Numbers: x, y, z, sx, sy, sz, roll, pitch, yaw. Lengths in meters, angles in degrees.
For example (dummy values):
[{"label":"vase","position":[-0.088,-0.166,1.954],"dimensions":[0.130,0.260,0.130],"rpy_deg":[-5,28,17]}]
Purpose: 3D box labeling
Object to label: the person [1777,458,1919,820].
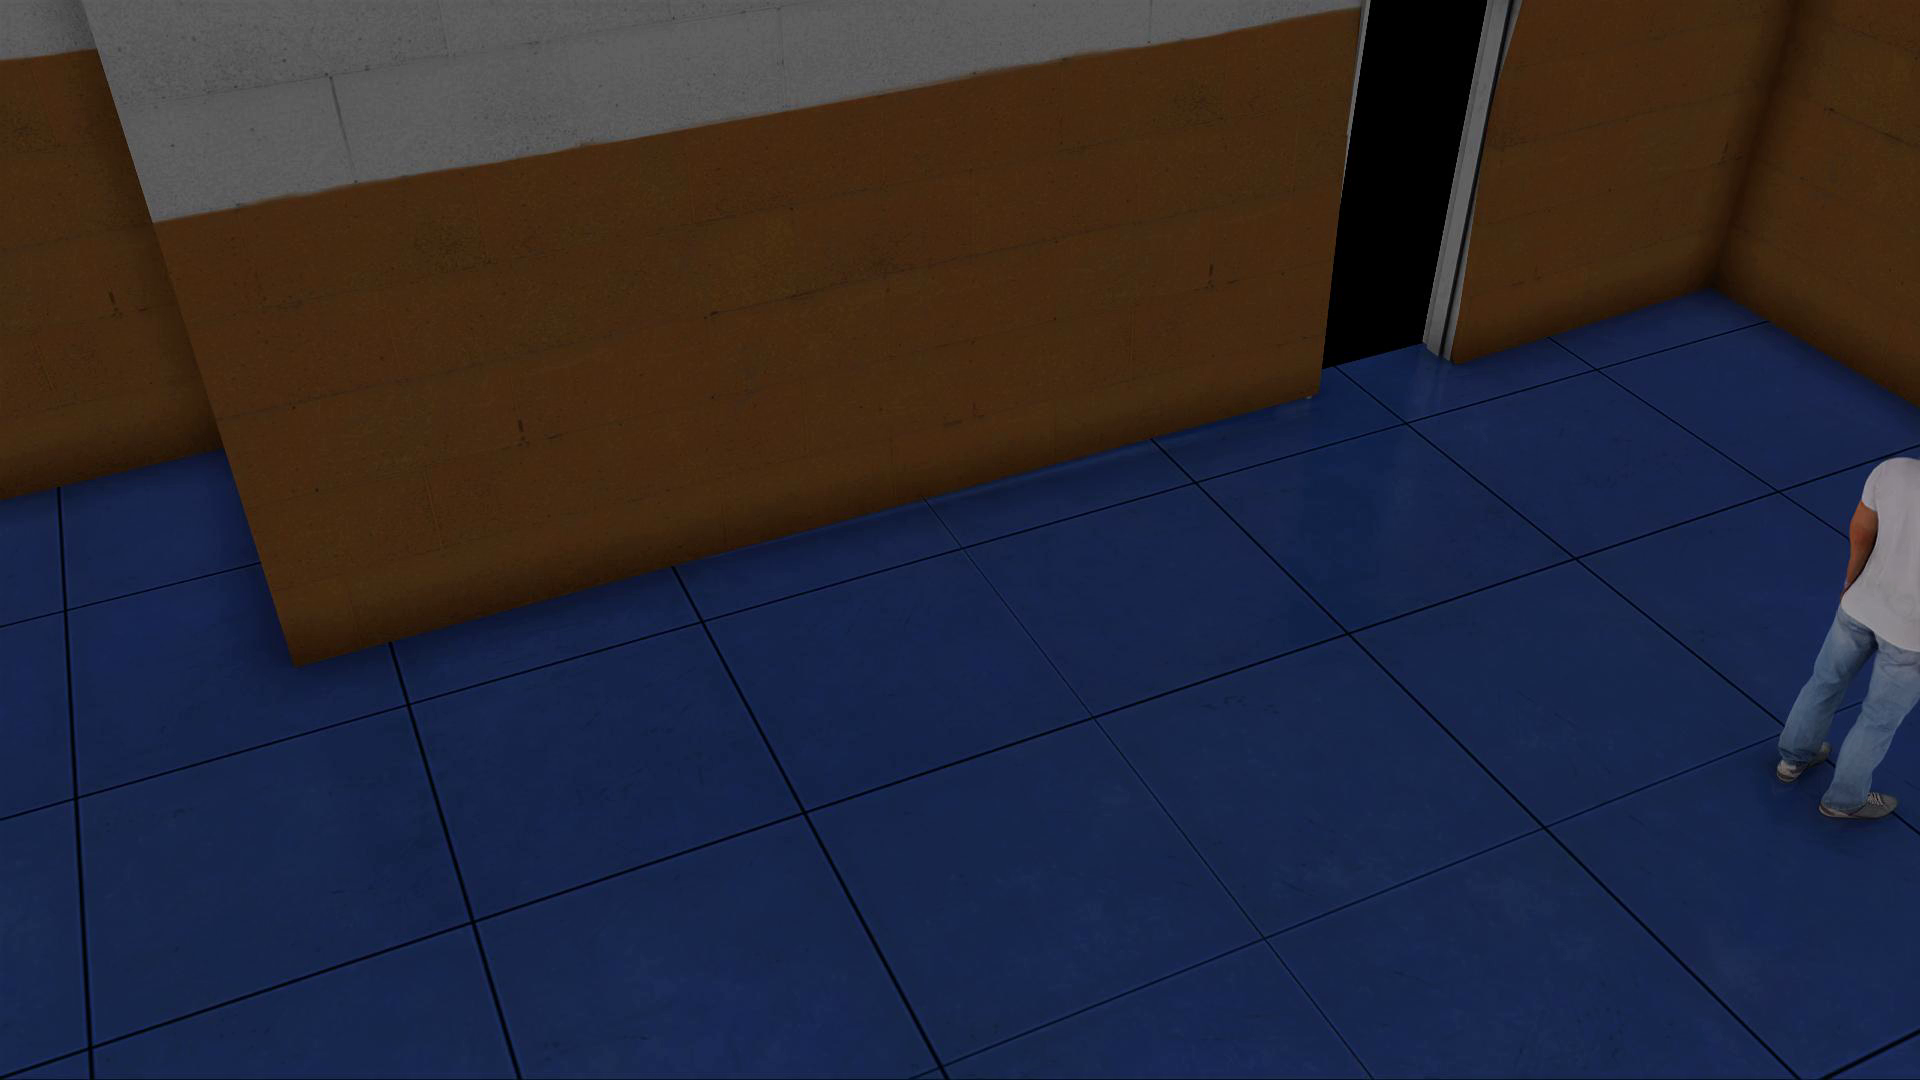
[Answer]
[{"label":"person","position":[3.525,0.275,6.277],"dimensions":[0.741,1.866,0.515],"rpy_deg":[-13,39,-17]}]
